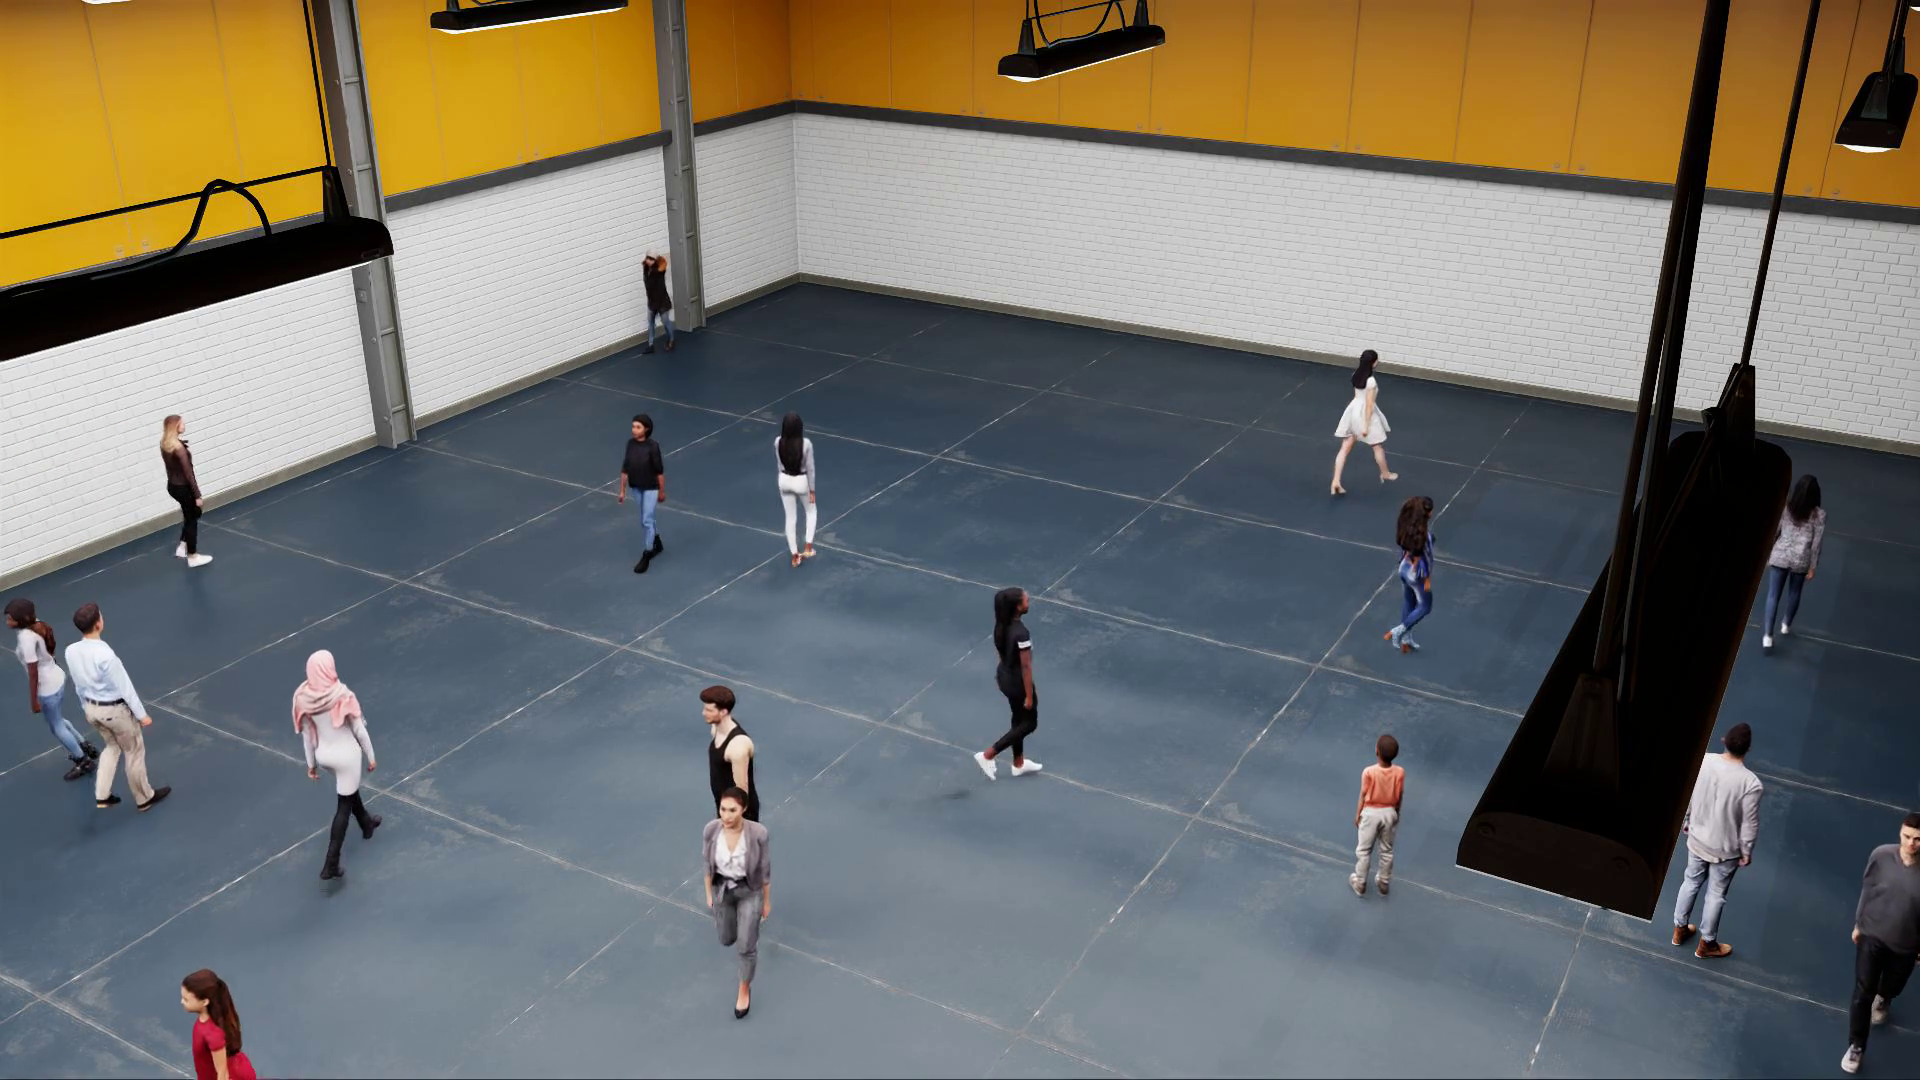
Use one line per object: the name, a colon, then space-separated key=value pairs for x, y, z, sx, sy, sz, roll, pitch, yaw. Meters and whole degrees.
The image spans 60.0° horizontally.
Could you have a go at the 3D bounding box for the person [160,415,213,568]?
person: x=-8.254 y=-0.490 z=17.491 sx=0.694 sy=1.692 sz=0.678 roll=21 pitch=31 yaw=40

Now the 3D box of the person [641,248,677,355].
person: x=-4.432 y=-3.547 z=24.597 sx=0.615 sy=1.602 sz=0.882 roll=16 pitch=28 yaw=32

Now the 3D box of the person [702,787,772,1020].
person: x=-1.445 y=2.335 z=11.066 sx=0.799 sy=1.662 sz=0.972 roll=4 pitch=24 yaw=9

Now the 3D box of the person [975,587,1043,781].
person: x=0.391 y=1.206 z=13.576 sx=0.993 sy=1.720 sz=0.901 roll=-10 pitch=25 yaw=-21

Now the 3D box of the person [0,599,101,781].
person: x=-7.409 y=1.201 z=13.624 sx=0.828 sy=1.691 sz=0.797 roll=-4 pitch=24 yaw=-10

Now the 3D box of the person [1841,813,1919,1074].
person: x=5.954 y=2.500 z=10.599 sx=0.667 sy=1.734 sz=1.093 roll=15 pitch=28 yaw=31

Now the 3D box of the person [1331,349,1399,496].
person: x=4.589 y=-1.332 z=19.371 sx=1.226 sy=1.729 sz=1.084 roll=-9 pitch=25 yaw=-20

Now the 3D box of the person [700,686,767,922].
person: x=-1.574 y=1.871 z=11.852 sx=0.775 sy=1.882 sz=0.776 roll=-13 pitch=27 yaw=-28

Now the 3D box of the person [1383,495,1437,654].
person: x=4.236 y=0.351 z=15.667 sx=0.847 sy=1.612 sz=0.790 roll=-8 pitch=25 yaw=-18

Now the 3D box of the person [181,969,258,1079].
person: x=-4.129 y=3.072 z=9.522 sx=0.818 sy=1.548 sz=0.727 roll=-12 pitch=26 yaw=-25

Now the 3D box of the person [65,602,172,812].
person: x=-6.700 y=1.369 z=13.053 sx=0.725 sy=1.841 sz=0.829 roll=9 pitch=25 yaw=19

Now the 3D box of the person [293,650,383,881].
person: x=-4.664 y=1.697 z=12.402 sx=0.984 sy=1.761 sz=1.287 roll=3 pitch=24 yaw=6

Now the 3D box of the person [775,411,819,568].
person: x=-1.758 y=-0.514 z=17.517 sx=0.689 sy=1.714 sz=0.719 roll=4 pitch=24 yaw=10

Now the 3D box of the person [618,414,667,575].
person: x=-3.296 y=-0.554 z=17.658 sx=0.690 sy=1.676 sz=1.014 roll=9 pitch=25 yaw=20

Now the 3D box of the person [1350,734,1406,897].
person: x=3.080 y=2.023 z=12.220 sx=0.550 sy=1.309 sz=0.592 roll=-1 pitch=24 yaw=-2

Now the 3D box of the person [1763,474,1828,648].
person: x=7.886 y=0.228 z=15.828 sx=0.646 sy=1.708 sz=1.004 roll=12 pitch=26 yaw=26

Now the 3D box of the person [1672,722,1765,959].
person: x=5.230 y=2.051 z=11.491 sx=0.743 sy=1.841 sz=0.769 roll=-14 pitch=27 yaw=-29
